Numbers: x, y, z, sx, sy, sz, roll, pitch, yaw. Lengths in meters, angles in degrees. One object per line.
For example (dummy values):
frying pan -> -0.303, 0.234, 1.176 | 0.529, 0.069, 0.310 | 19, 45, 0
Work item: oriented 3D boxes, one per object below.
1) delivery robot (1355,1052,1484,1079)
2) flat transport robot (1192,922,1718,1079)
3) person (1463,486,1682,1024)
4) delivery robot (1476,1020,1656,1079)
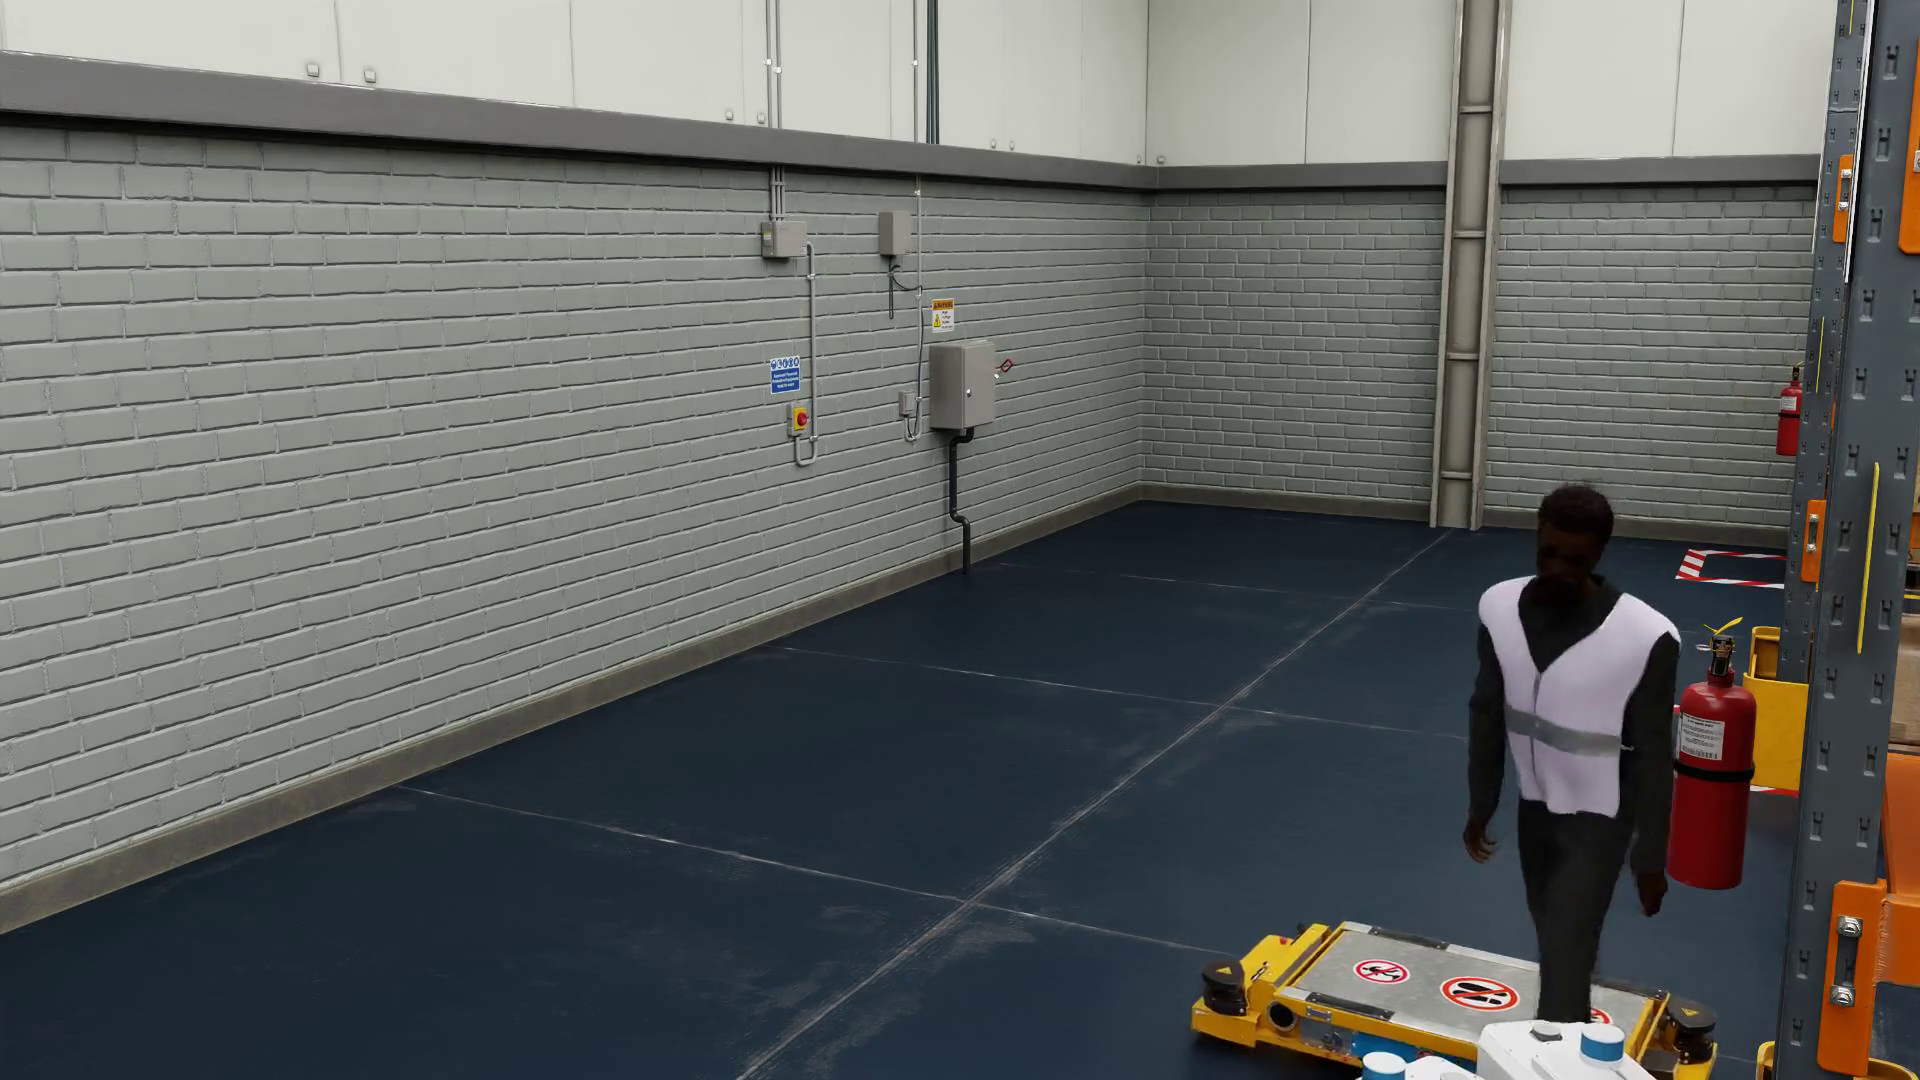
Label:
delivery robot -> 1.008, 1.476, 3.996 | 0.707, 0.478, 0.477 | -7, 12, -33
flat transport robot -> 1.503, 1.462, 5.099 | 1.431, 0.197, 0.652 | 6, 12, 31
person -> 1.648, 0.769, 4.569 | 0.806, 1.861, 0.615 | -6, 12, -29
delivery robot -> 1.586, 1.449, 4.142 | 0.477, 0.478, 0.707 | -2, 11, -10
